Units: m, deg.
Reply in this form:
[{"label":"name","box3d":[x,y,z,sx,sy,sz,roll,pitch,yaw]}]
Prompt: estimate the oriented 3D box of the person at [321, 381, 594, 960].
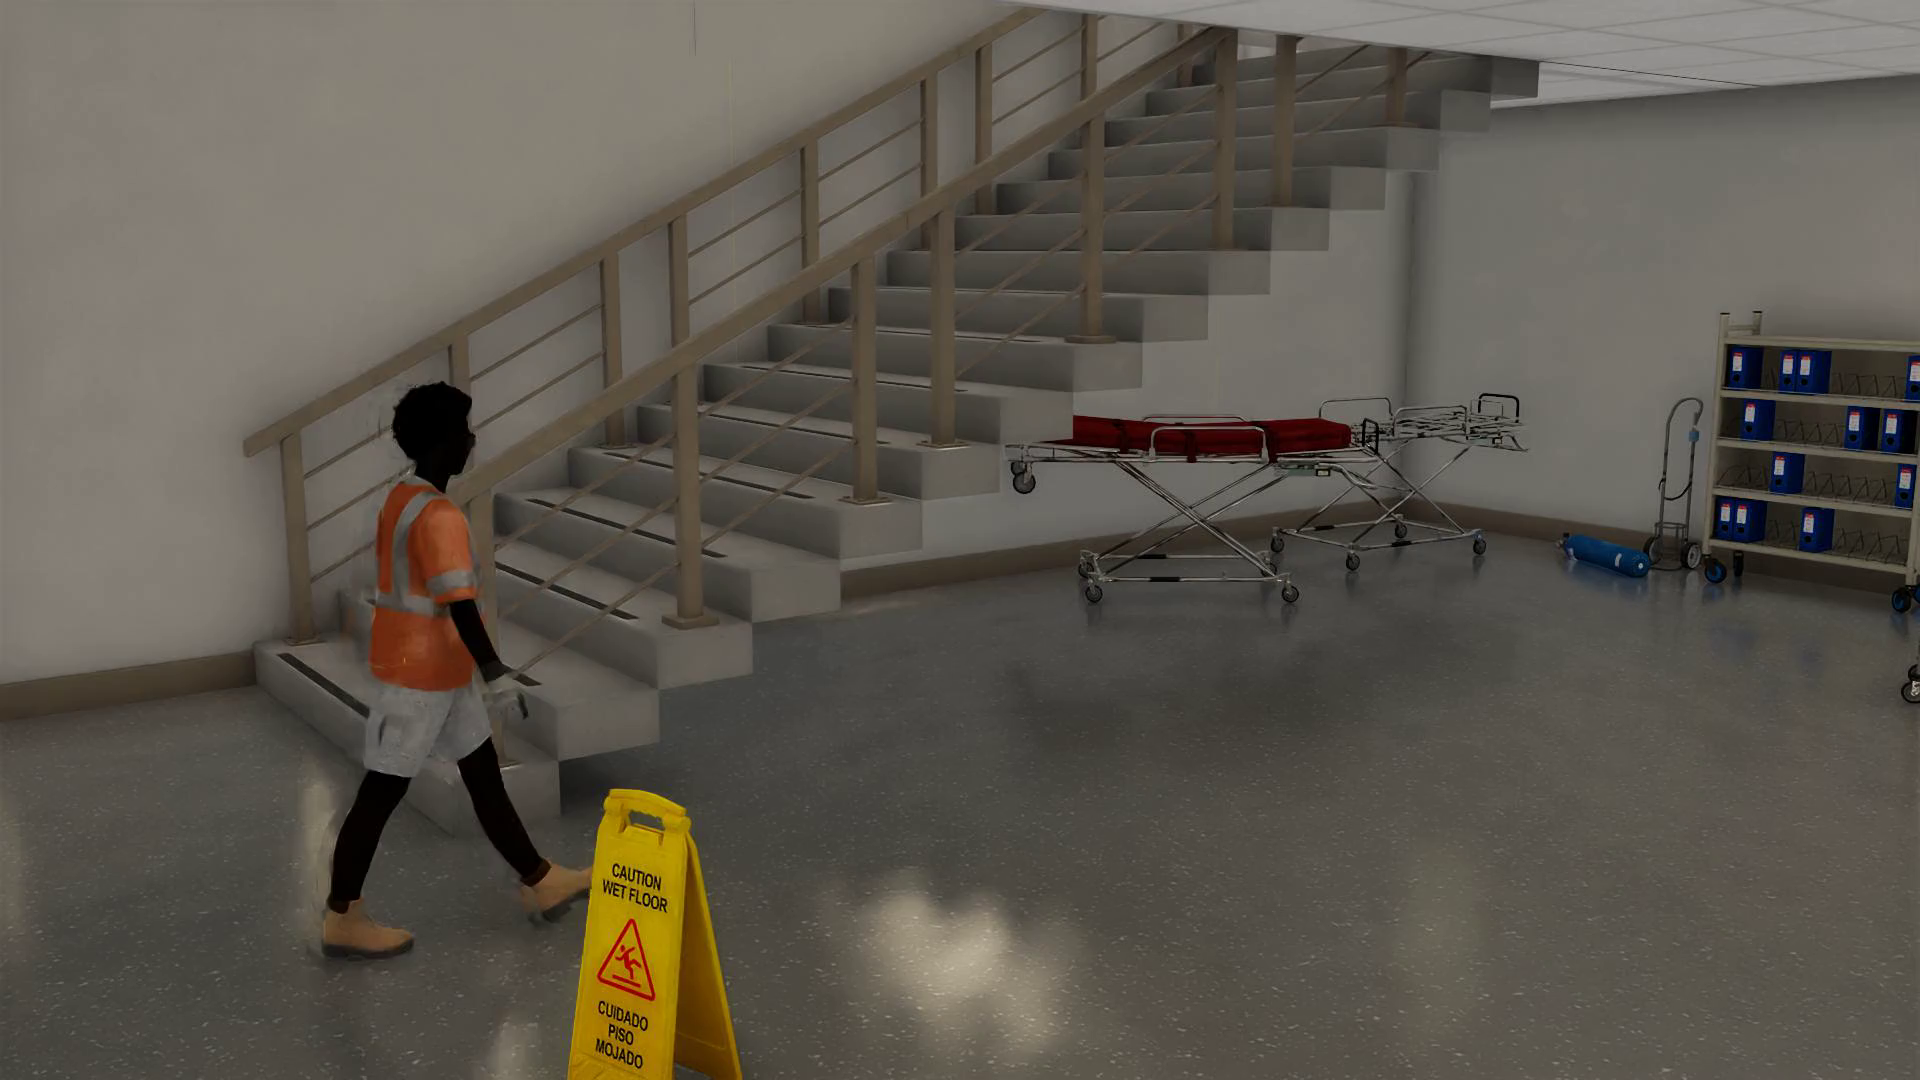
[{"label":"person","box3d":[-1.474,0.373,4.805,0.867,1.639,0.556,-4,11,-21]}]
